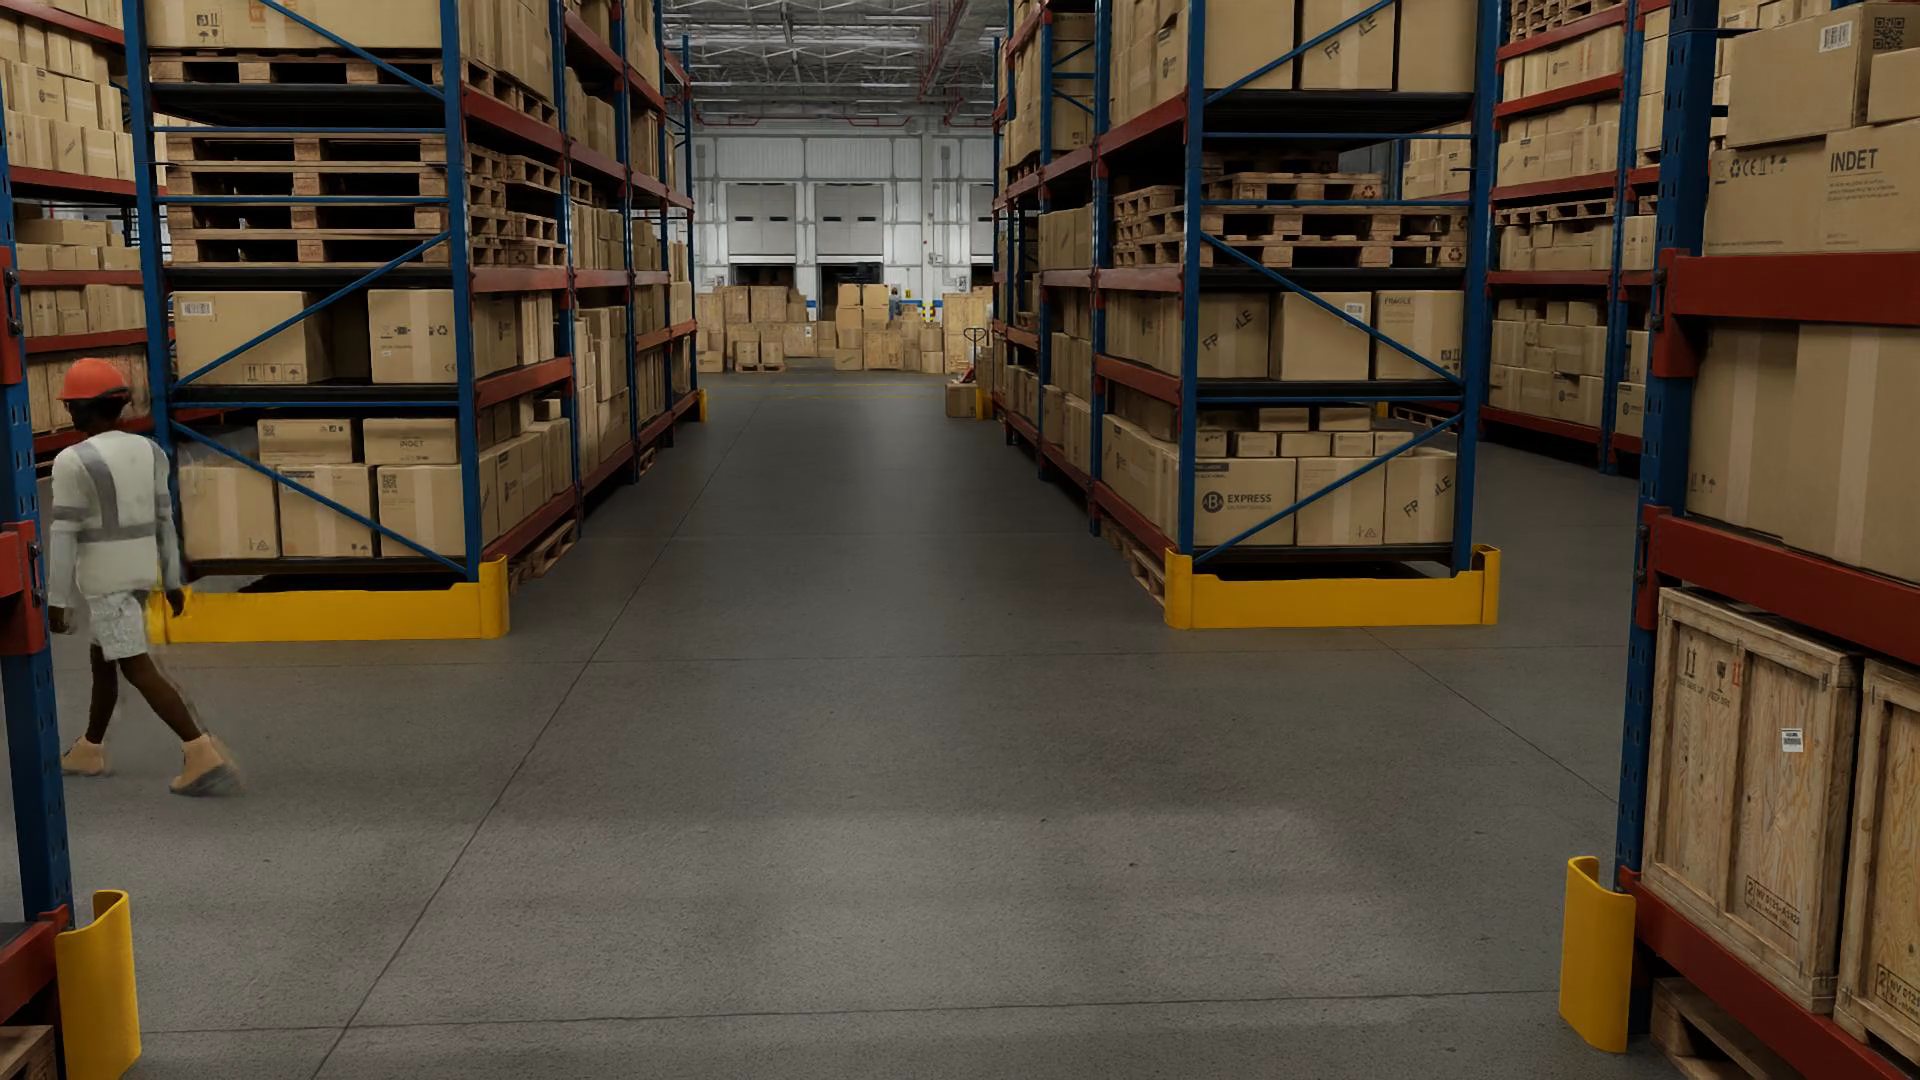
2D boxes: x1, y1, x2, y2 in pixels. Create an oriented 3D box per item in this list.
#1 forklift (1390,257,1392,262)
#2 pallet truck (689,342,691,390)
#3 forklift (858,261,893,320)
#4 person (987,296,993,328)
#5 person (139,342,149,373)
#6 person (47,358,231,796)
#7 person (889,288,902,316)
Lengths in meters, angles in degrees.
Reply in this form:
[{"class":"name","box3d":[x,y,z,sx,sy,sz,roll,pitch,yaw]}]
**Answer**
[{"class":"forklift","box3d":[10.308,-5.737,41.854,1.129,2.768,1.873,-1,9,-4]},{"class":"pallet truck","box3d":[-5.225,-3.008,27.480,1.885,1.965,0.823,2,9,14]},{"class":"forklift","box3d":[-3.114,-8.268,57.746,1.873,2.768,1.129,-8,12,-40]},{"class":"person","box3d":[0.978,-5.559,43.743,0.668,1.930,0.387,-2,9,-11]},{"class":"person","box3d":[-13.642,-3.088,27.990,0.613,1.995,0.391,-1,9,-5]},{"class":"person","box3d":[-3.802,0.169,7.577,1.071,1.997,0.621,2,9,12]},{"class":"person","box3d":[-2.304,-7.827,57.979,0.636,1.928,0.384,3,10,20]}]
